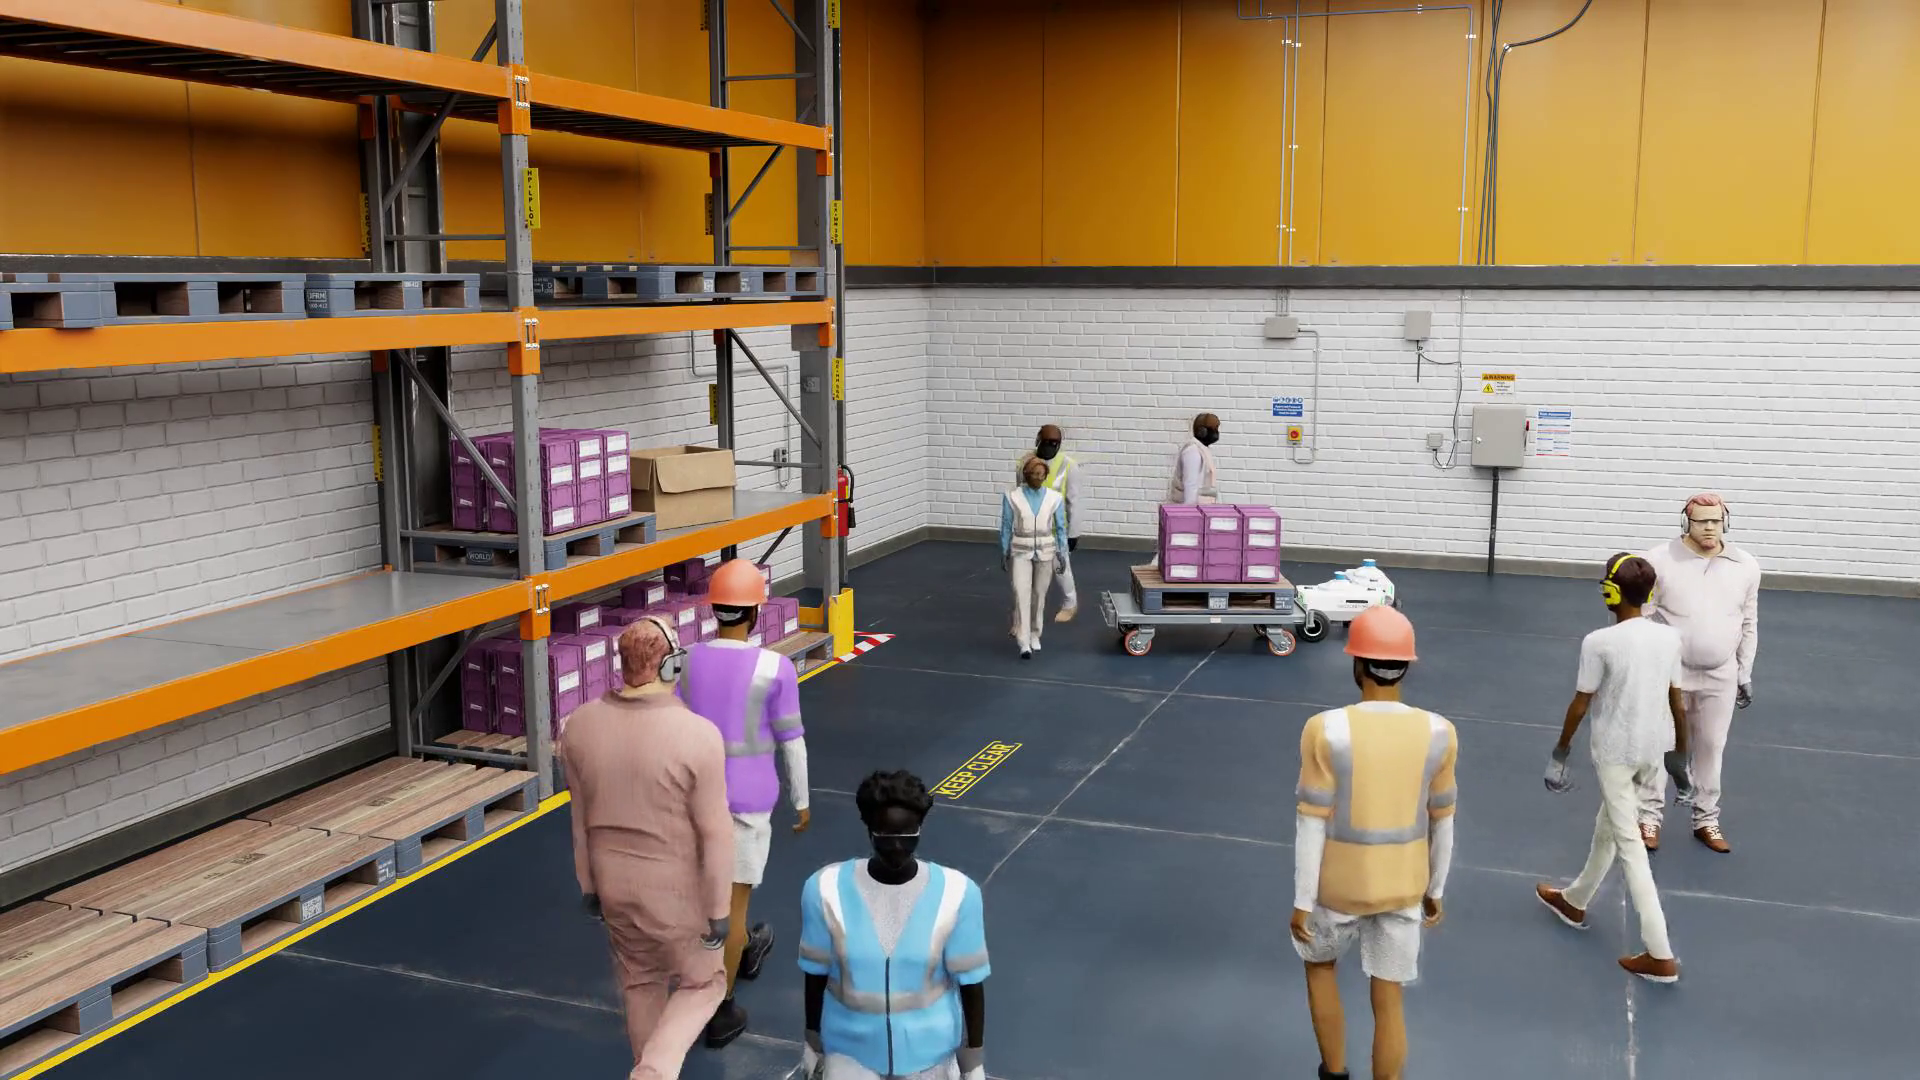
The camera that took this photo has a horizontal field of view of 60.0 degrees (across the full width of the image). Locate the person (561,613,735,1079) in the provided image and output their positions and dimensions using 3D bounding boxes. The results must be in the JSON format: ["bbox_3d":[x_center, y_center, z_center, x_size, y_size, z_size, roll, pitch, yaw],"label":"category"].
[{"bbox_3d":[-1.068,1.191,5.714,0.655,1.886,0.629,4,10,23],"label":"person"}]

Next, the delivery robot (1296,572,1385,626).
[{"bbox_3d":[3.170,0.509,13.879,0.707,0.478,0.477,1,9,7],"label":"delivery robot"}]

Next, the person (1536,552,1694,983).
[{"bbox_3d":[2.920,0.960,7.388,0.578,1.818,0.984,-4,10,-21],"label":"person"}]

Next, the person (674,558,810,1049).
[{"bbox_3d":[-0.889,1.014,6.815,0.567,1.884,0.974,2,9,14],"label":"person"}]

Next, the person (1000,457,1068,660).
[{"bbox_3d":[0.598,0.147,13.191,0.529,1.591,0.864,-1,9,-7],"label":"person"}]

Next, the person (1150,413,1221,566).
[{"bbox_3d":[2.045,-0.279,15.272,0.874,1.802,0.655,3,9,16],"label":"person"}]

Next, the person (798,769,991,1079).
[{"bbox_3d":[-0.184,1.467,4.650,0.545,1.670,0.668,0,9,-2],"label":"person"}]

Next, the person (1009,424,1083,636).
[{"bbox_3d":[0.760,-0.114,14.241,0.651,1.792,0.959,5,10,29],"label":"person"}]

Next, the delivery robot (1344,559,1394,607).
[{"bbox_3d":[3.557,0.410,14.500,0.477,0.478,0.707,1,9,4],"label":"delivery robot"}]

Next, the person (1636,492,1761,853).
[{"bbox_3d":[3.868,0.696,8.765,0.643,1.909,0.410,1,9,5],"label":"person"}]

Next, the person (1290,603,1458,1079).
[{"bbox_3d":[1.406,1.165,5.772,0.581,1.918,0.566,-1,9,-3],"label":"person"}]
